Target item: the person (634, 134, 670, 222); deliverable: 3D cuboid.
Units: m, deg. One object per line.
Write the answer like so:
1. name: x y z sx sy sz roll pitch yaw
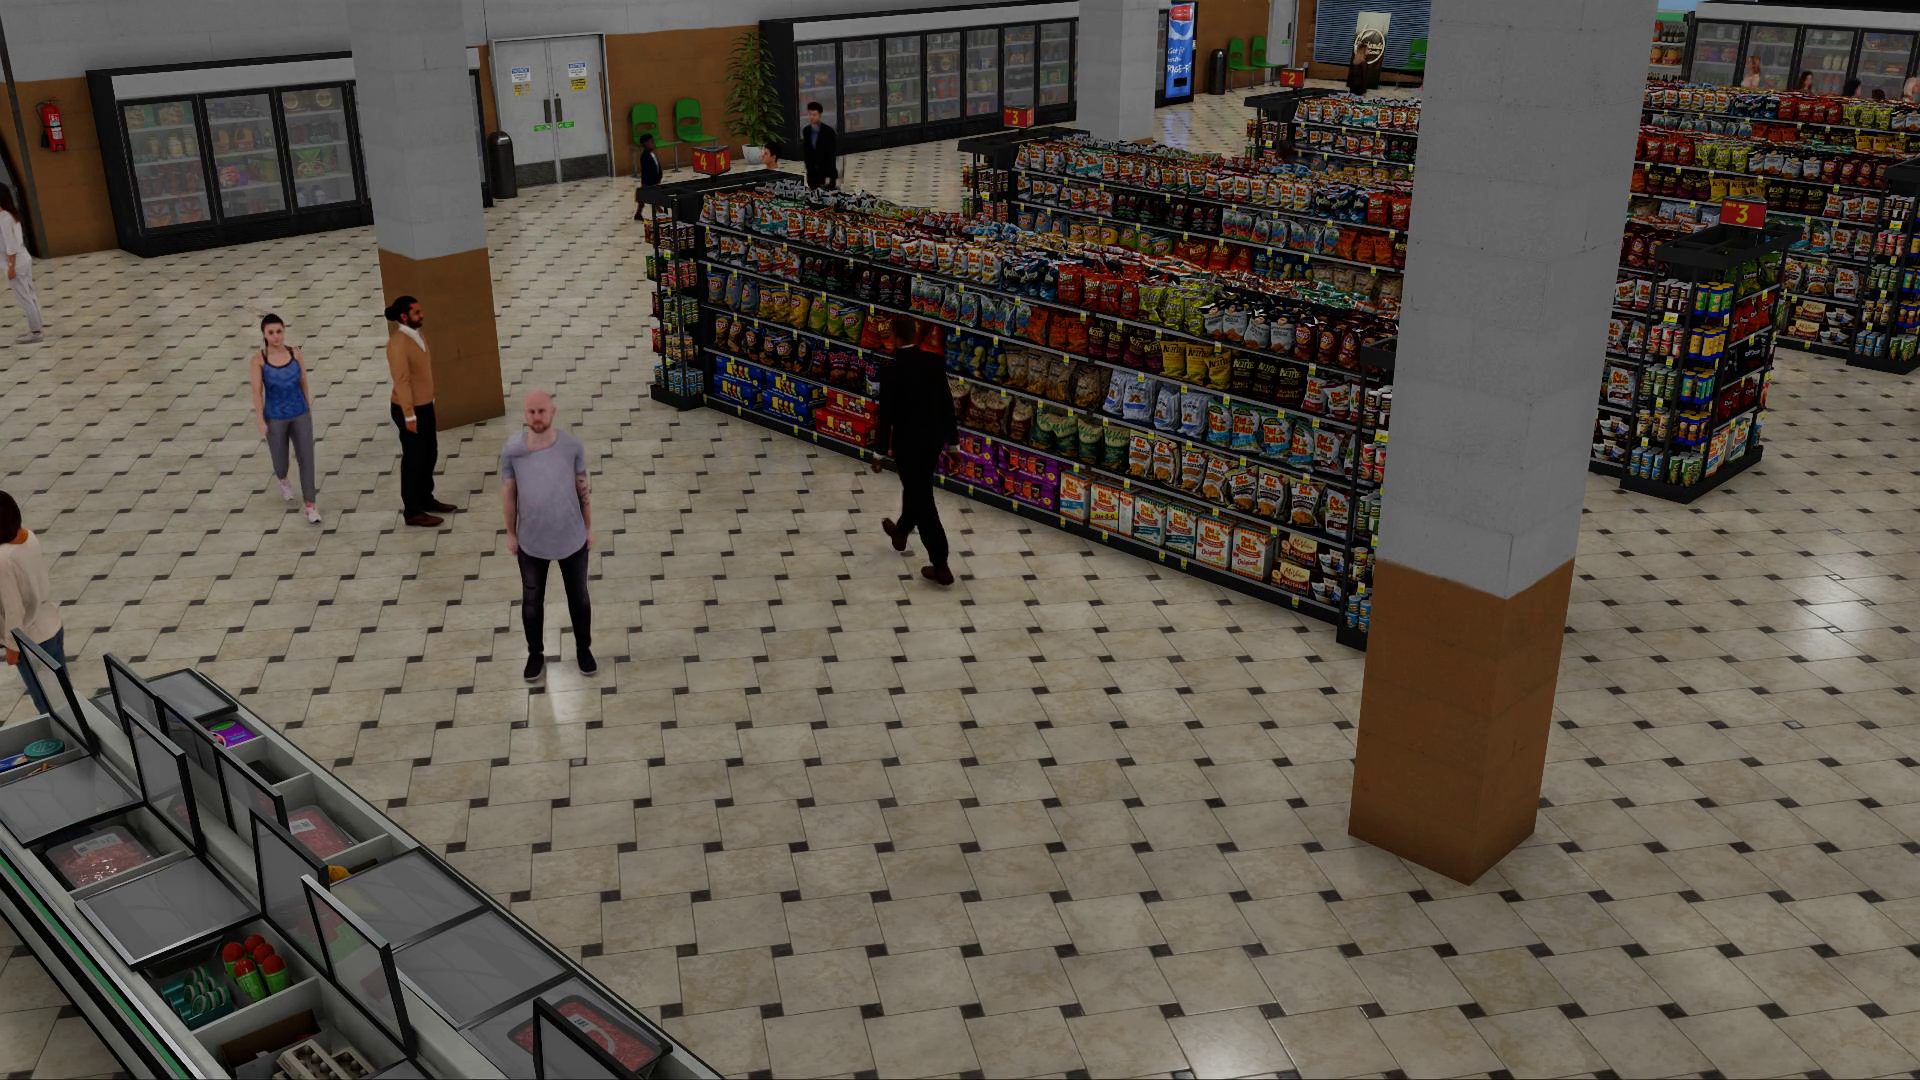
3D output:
1. person: -4.461 -5.097 23.539 0.922 1.240 0.851 1 22 2

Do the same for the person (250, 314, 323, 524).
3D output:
1. person: -5.176 -0.944 12.743 0.705 1.584 1.070 -14 26 -31

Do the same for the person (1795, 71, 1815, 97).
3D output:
1. person: 13.490 -6.691 26.908 1.031 1.687 1.153 -3 22 -8

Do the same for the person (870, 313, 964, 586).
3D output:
1. person: -0.225 -0.587 11.488 0.821 1.857 1.259 -15 26 -33

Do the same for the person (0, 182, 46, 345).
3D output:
1. person: -9.955 -2.926 17.537 0.736 1.688 0.610 -8 23 -19

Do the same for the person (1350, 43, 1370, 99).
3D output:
1. person: 7.478 -8.466 31.302 0.743 1.704 0.611 -8 23 -18

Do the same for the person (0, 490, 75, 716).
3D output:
1. person: -5.016 0.506 9.006 0.760 1.680 0.672 -3 22 -8

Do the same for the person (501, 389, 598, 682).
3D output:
1. person: -2.492 -0.039 10.152 0.767 1.837 0.768 -6 23 -14

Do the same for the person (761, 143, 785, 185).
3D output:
1. person: -2.160 -3.725 19.386 0.782 1.792 0.656 -8 23 -19

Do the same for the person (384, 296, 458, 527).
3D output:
1. person: -4.151 -0.991 12.640 0.794 1.748 0.747 1 22 3

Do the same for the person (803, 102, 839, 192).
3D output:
1. person: -1.819 -4.924 22.324 1.199 1.826 1.062 8 23 19
